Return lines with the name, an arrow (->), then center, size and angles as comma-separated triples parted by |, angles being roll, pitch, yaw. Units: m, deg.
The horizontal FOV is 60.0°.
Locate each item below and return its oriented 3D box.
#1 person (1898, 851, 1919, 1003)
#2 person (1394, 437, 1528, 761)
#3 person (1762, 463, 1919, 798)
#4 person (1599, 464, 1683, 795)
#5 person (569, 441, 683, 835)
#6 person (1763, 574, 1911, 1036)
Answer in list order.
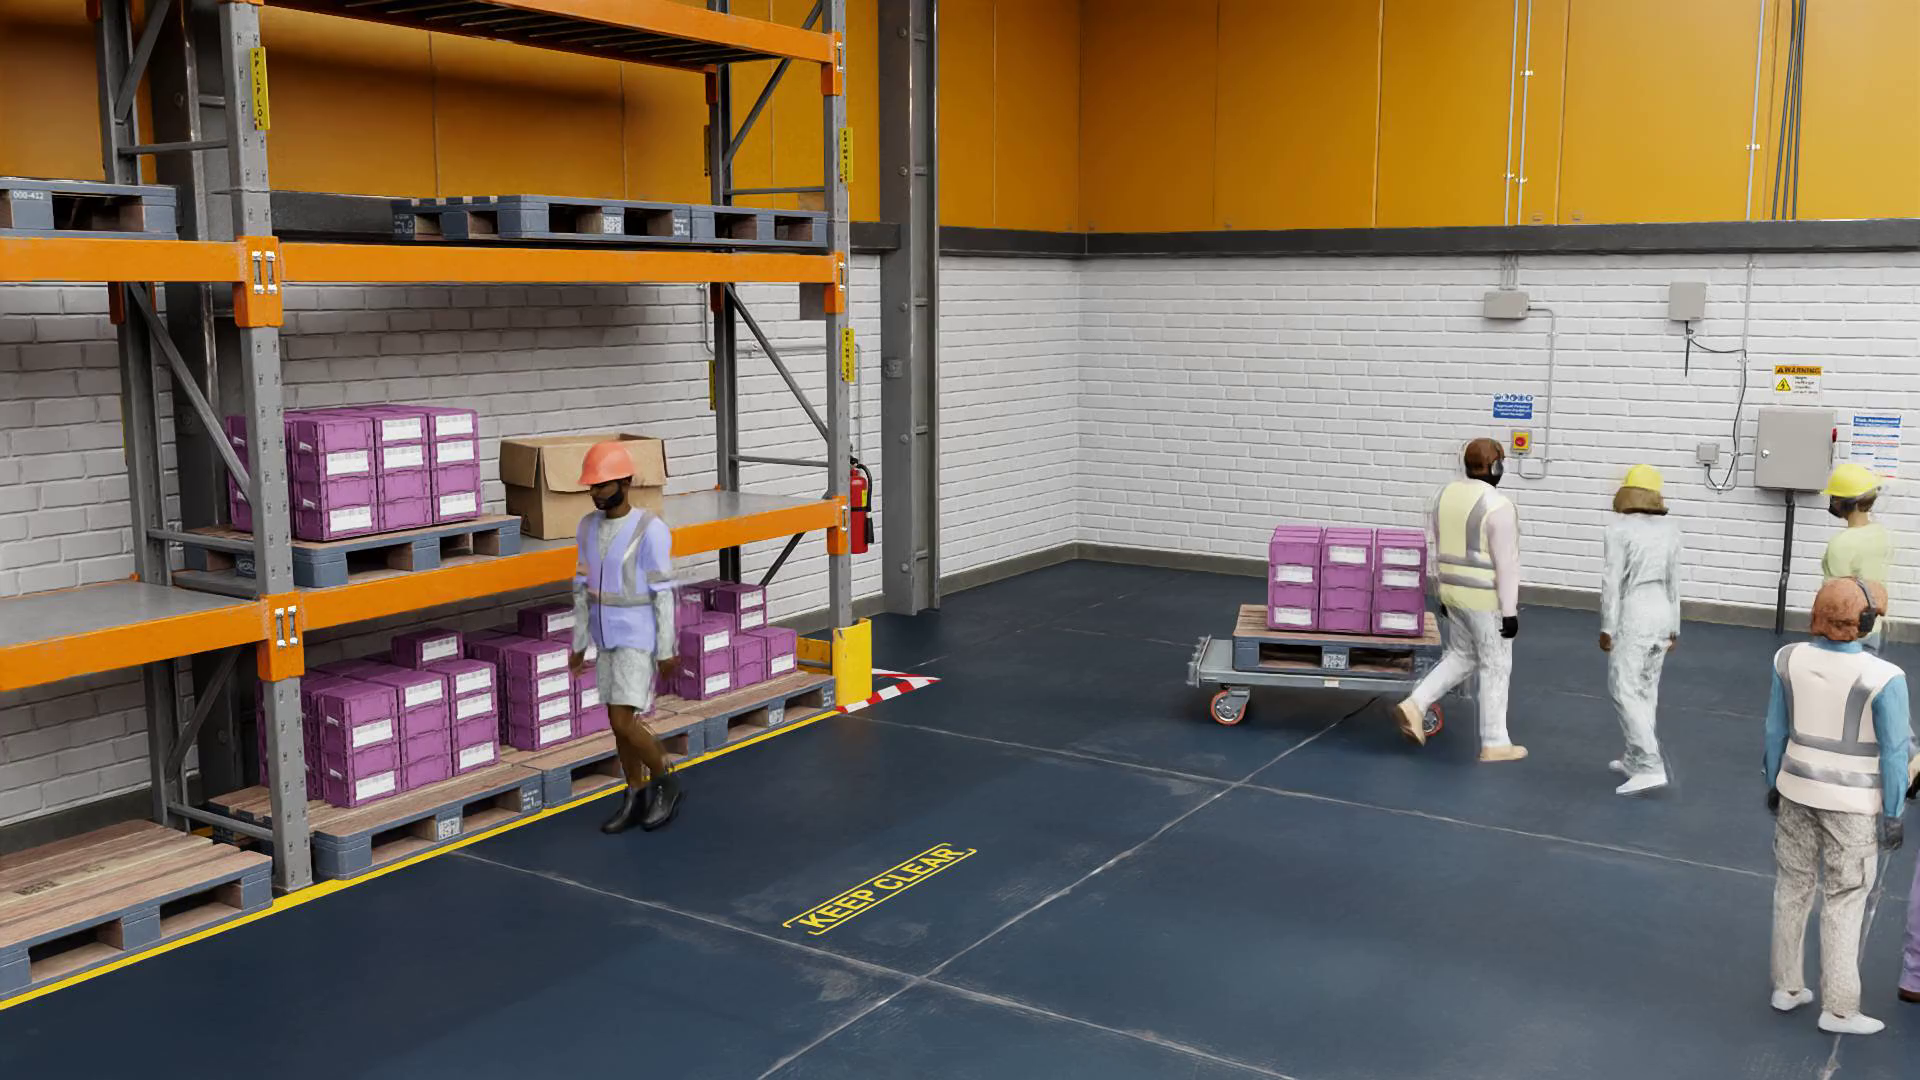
person -> 3.668, 0.811, 5.925 | 0.396, 1.897, 0.660 | 1, 9, 5
person -> 2.829, 0.337, 9.274 | 0.641, 1.820, 0.651 | -3, 9, -18
person -> 4.659, 0.471, 8.630 | 0.529, 1.740, 0.739 | -5, 10, -30
person -> 3.640, 0.469, 8.777 | 0.523, 1.706, 0.634 | -4, 9, -22
person -> -1.636, 0.481, 7.980 | 0.543, 1.918, 0.422 | 7, 11, 37
person -> 3.106, 0.938, 5.930 | 0.311, 1.638, 0.521 | -4, 10, -27
